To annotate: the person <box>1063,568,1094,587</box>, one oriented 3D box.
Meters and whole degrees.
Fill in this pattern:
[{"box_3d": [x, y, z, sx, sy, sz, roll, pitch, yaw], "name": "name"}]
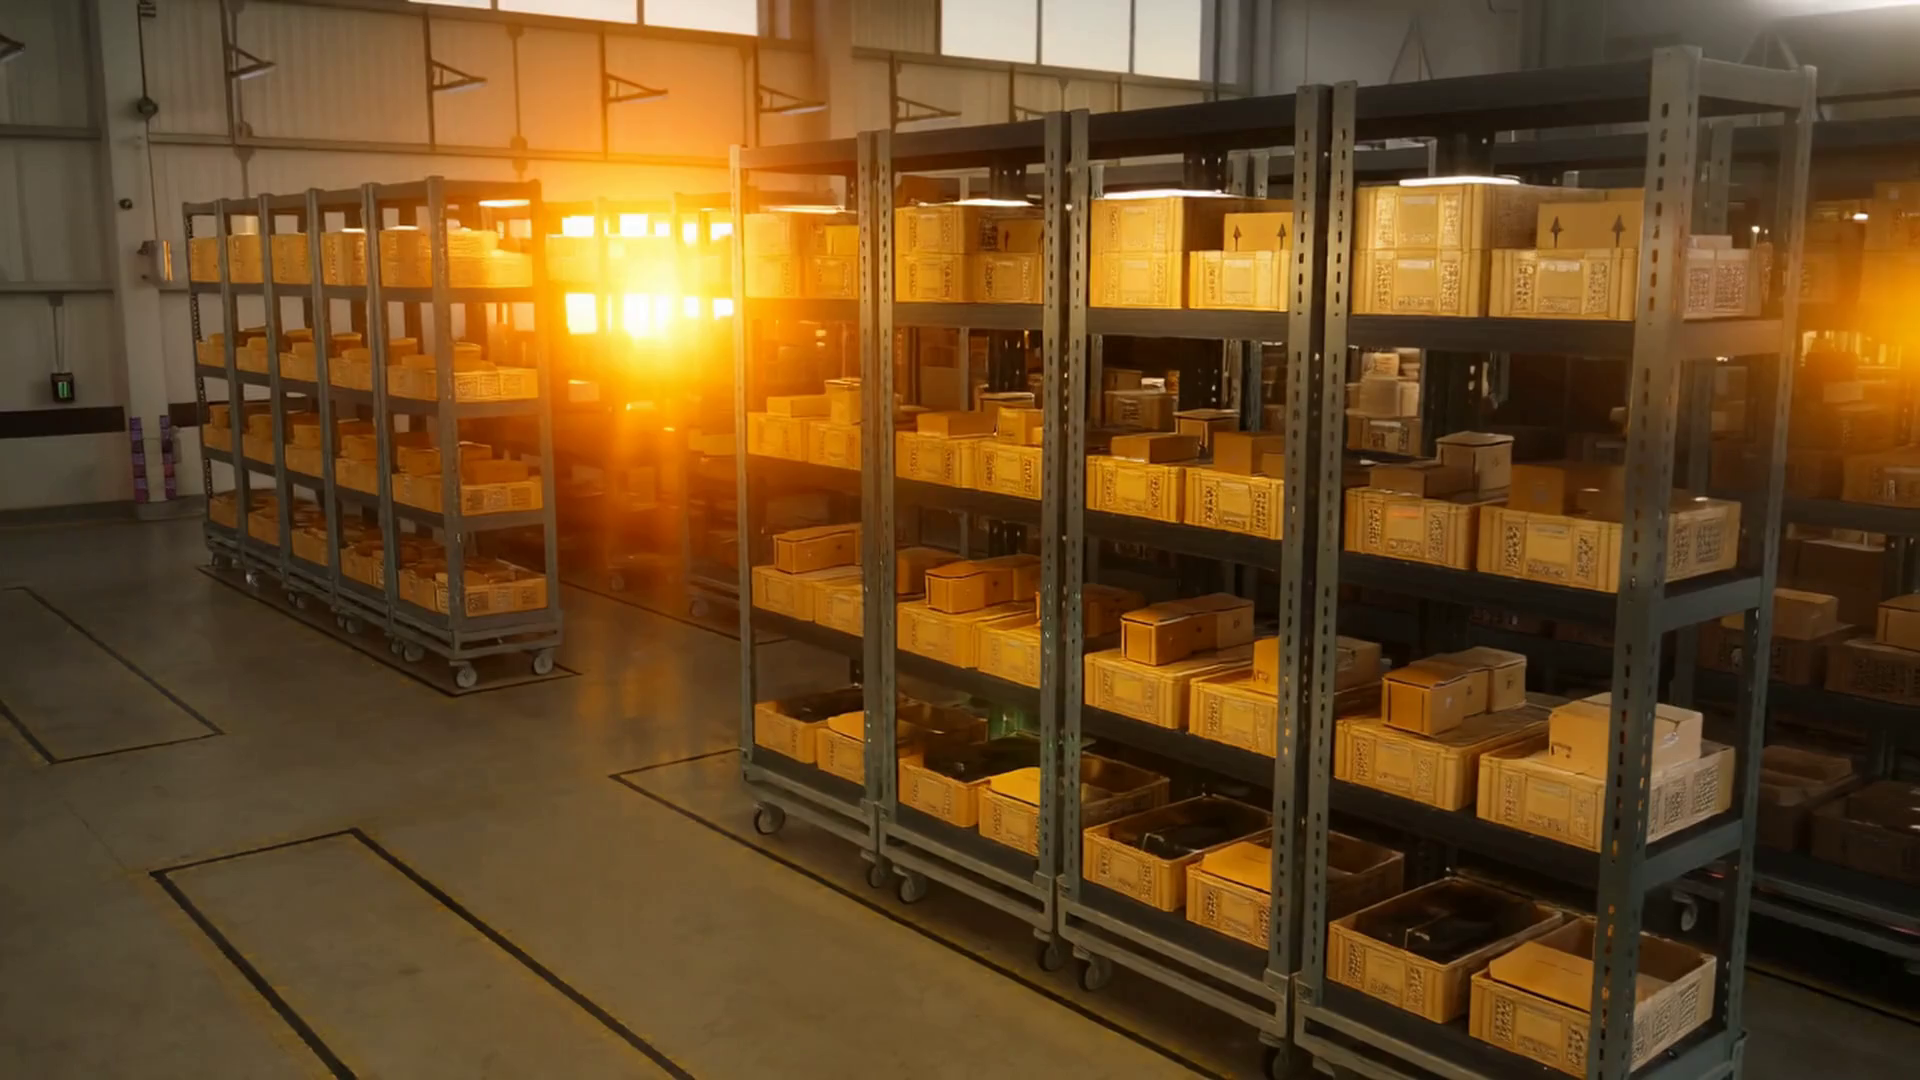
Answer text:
[{"box_3d": [0.974, -0.184, 13.820, 0.390, 1.839, 0.564, -8, 12, -38], "name": "person"}]
